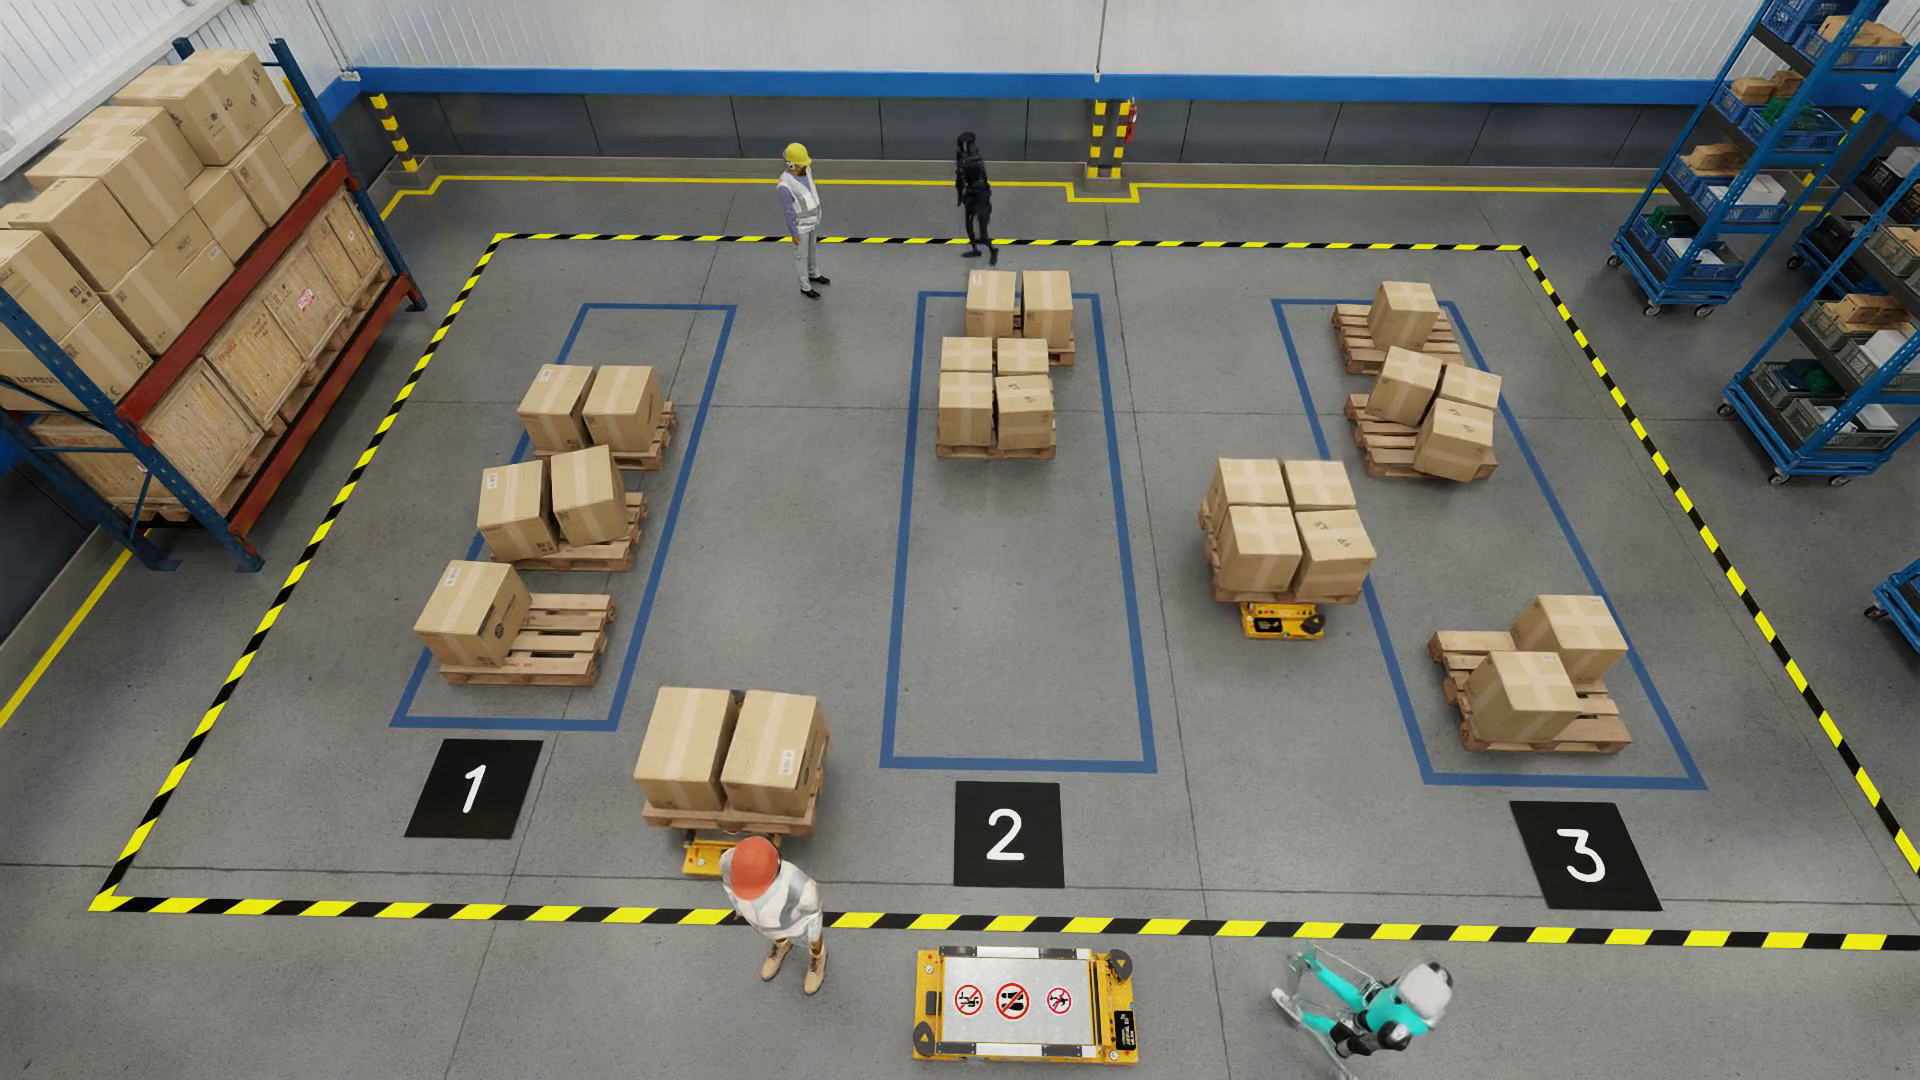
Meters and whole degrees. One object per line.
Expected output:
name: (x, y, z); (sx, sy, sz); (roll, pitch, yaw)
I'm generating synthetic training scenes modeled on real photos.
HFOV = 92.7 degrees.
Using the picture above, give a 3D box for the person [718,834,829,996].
person: (-1.097, 2.261, 5.496); (0.606, 2.048, 0.365); (14, 52, 11)

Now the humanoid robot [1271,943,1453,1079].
humanoid robot: (2.242, 2.690, 5.347); (0.544, 1.735, 1.031); (-35, 59, -25)

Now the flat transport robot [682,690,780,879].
flat transport robot: (-1.628, 1.822, 6.982); (0.652, 0.197, 1.431); (2, 51, 2)

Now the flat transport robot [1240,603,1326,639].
flat transport robot: (2.804, 0.241, 8.271); (0.652, 0.197, 1.431); (1, 51, 1)

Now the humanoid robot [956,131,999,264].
humanoid robot: (0.204, -4.065, 10.891); (0.464, 1.634, 0.611); (-34, 58, -24)

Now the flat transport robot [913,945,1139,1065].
flat transport robot: (0.422, 3.041, 6.007); (1.431, 0.231, 0.659); (1, 51, 1)

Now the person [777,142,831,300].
person: (-1.769, -3.627, 10.436); (0.404, 1.829, 0.586); (15, 52, 12)
